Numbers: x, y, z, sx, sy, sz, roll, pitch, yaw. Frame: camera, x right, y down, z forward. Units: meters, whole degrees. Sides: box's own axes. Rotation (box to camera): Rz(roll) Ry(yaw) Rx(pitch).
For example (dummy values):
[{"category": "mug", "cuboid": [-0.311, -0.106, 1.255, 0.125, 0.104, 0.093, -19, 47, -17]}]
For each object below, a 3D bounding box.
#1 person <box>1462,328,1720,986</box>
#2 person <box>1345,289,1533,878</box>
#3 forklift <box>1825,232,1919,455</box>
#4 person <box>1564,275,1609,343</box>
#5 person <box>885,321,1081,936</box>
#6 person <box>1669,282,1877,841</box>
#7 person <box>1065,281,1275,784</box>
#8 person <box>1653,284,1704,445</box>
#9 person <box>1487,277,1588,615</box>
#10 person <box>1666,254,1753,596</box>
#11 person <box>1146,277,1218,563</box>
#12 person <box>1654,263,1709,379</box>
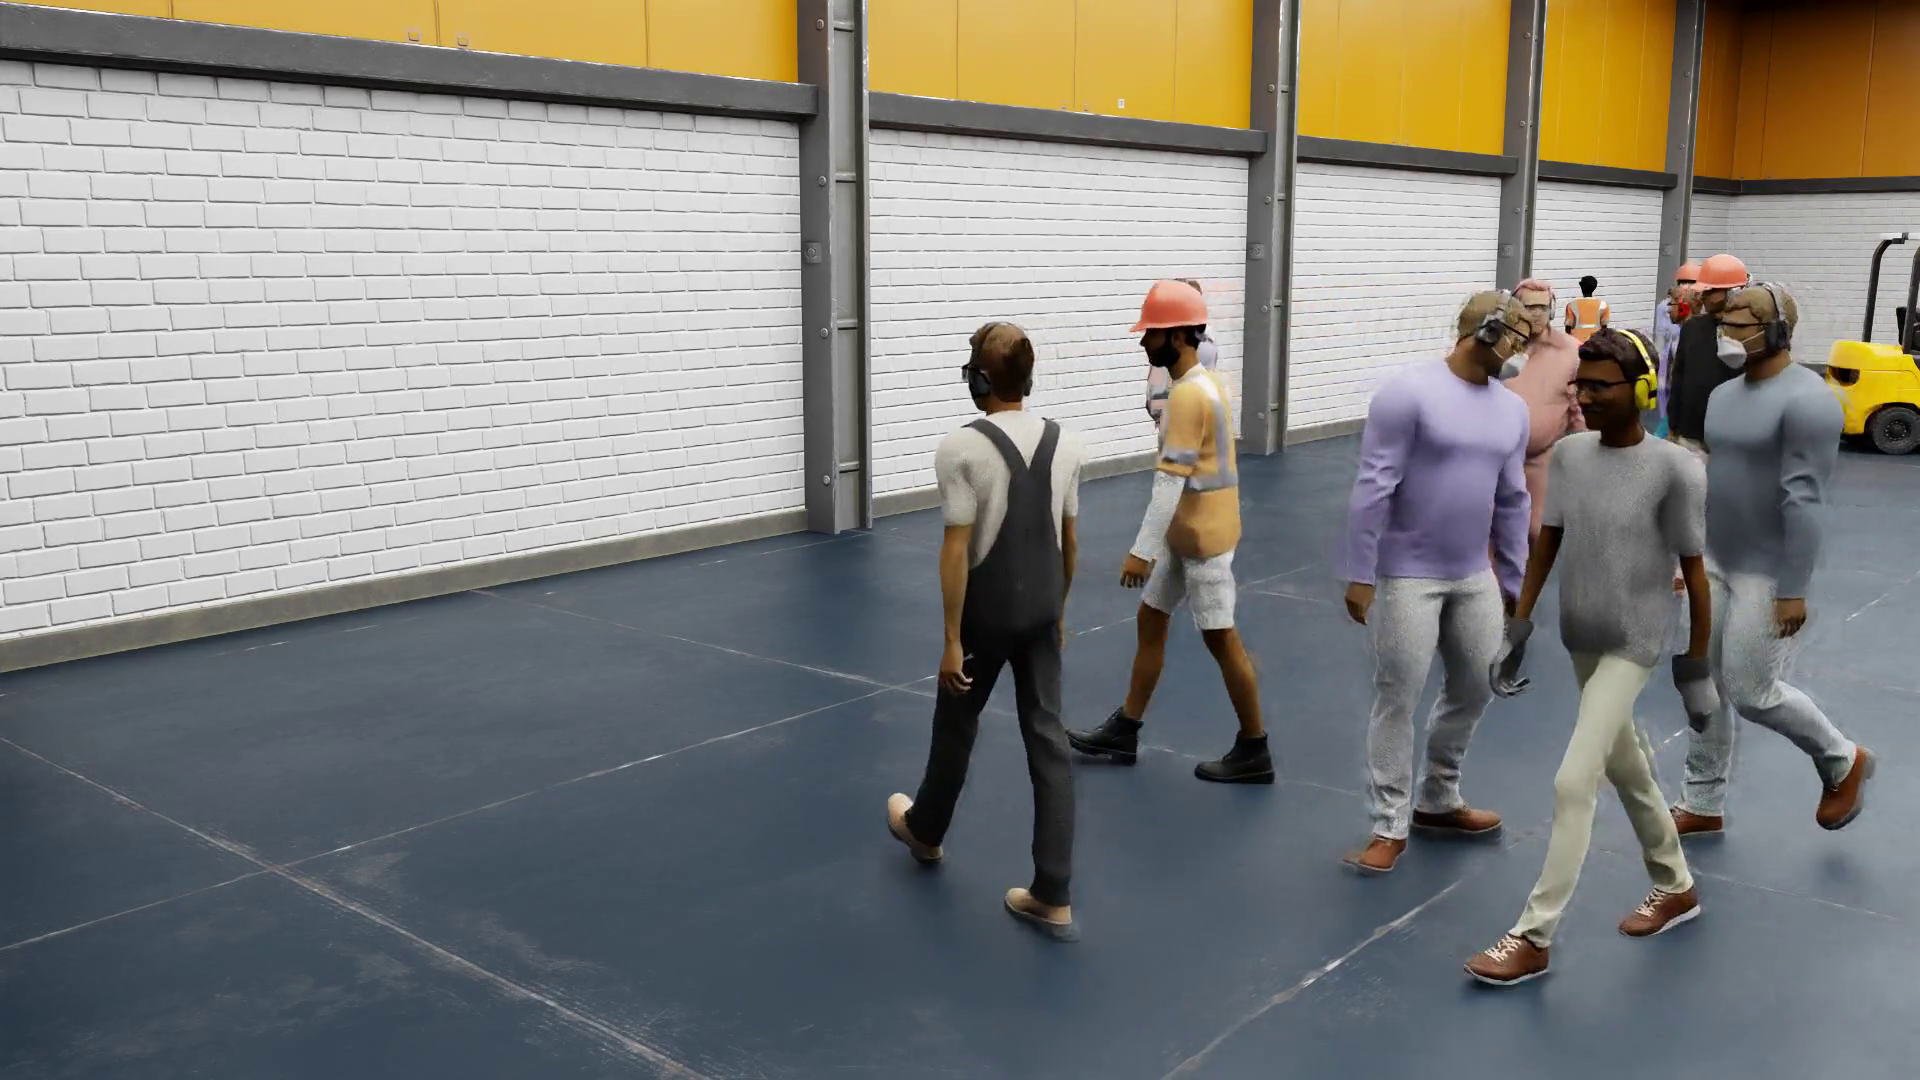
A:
[{"category": "person", "cuboid": [1.839, 0.312, 4.693, 0.964, 1.816, 0.483, -4, 11, -22]}, {"category": "person", "cuboid": [1.550, 0.141, 5.439, 0.702, 1.897, 0.359, -4, 11, -24]}, {"category": "forklift", "cuboid": [9.955, -1.972, 16.595, 2.313, 2.155, 1.214, 1, 10, 8]}, {"category": "person", "cuboid": [7.724, -2.413, 20.544, 0.531, 1.694, 0.320, 3, 10, 14]}, {"category": "person", "cuboid": [0.090, 0.236, 5.127, 0.541, 1.799, 0.958, -6, 11, -29]}, {"category": "person", "cuboid": [2.710, 0.103, 5.572, 0.675, 1.919, 0.637, -1, 10, -8]}, {"category": "person", "cuboid": [0.792, -0.016, 6.290, 0.922, 1.896, 0.558, 1, 10, 7]}, {"category": "person", "cuboid": [4.824, -0.794, 11.024, 0.972, 1.801, 0.586, 9, 13, 42]}, {"category": "person", "cuboid": [2.978, -0.448, 8.834, 0.640, 1.889, 0.638, 3, 10, 15]}, {"category": "person", "cuboid": [4.286, -0.618, 9.469, 0.392, 1.988, 0.609, -6, 12, -30]}, {"category": "person", "cuboid": [1.383, -0.718, 10.461, 0.429, 1.845, 0.621, -1, 10, -6]}, {"category": "person", "cuboid": [7.139, -1.782, 16.408, 0.560, 1.887, 0.970, 4, 11, 23]}]
